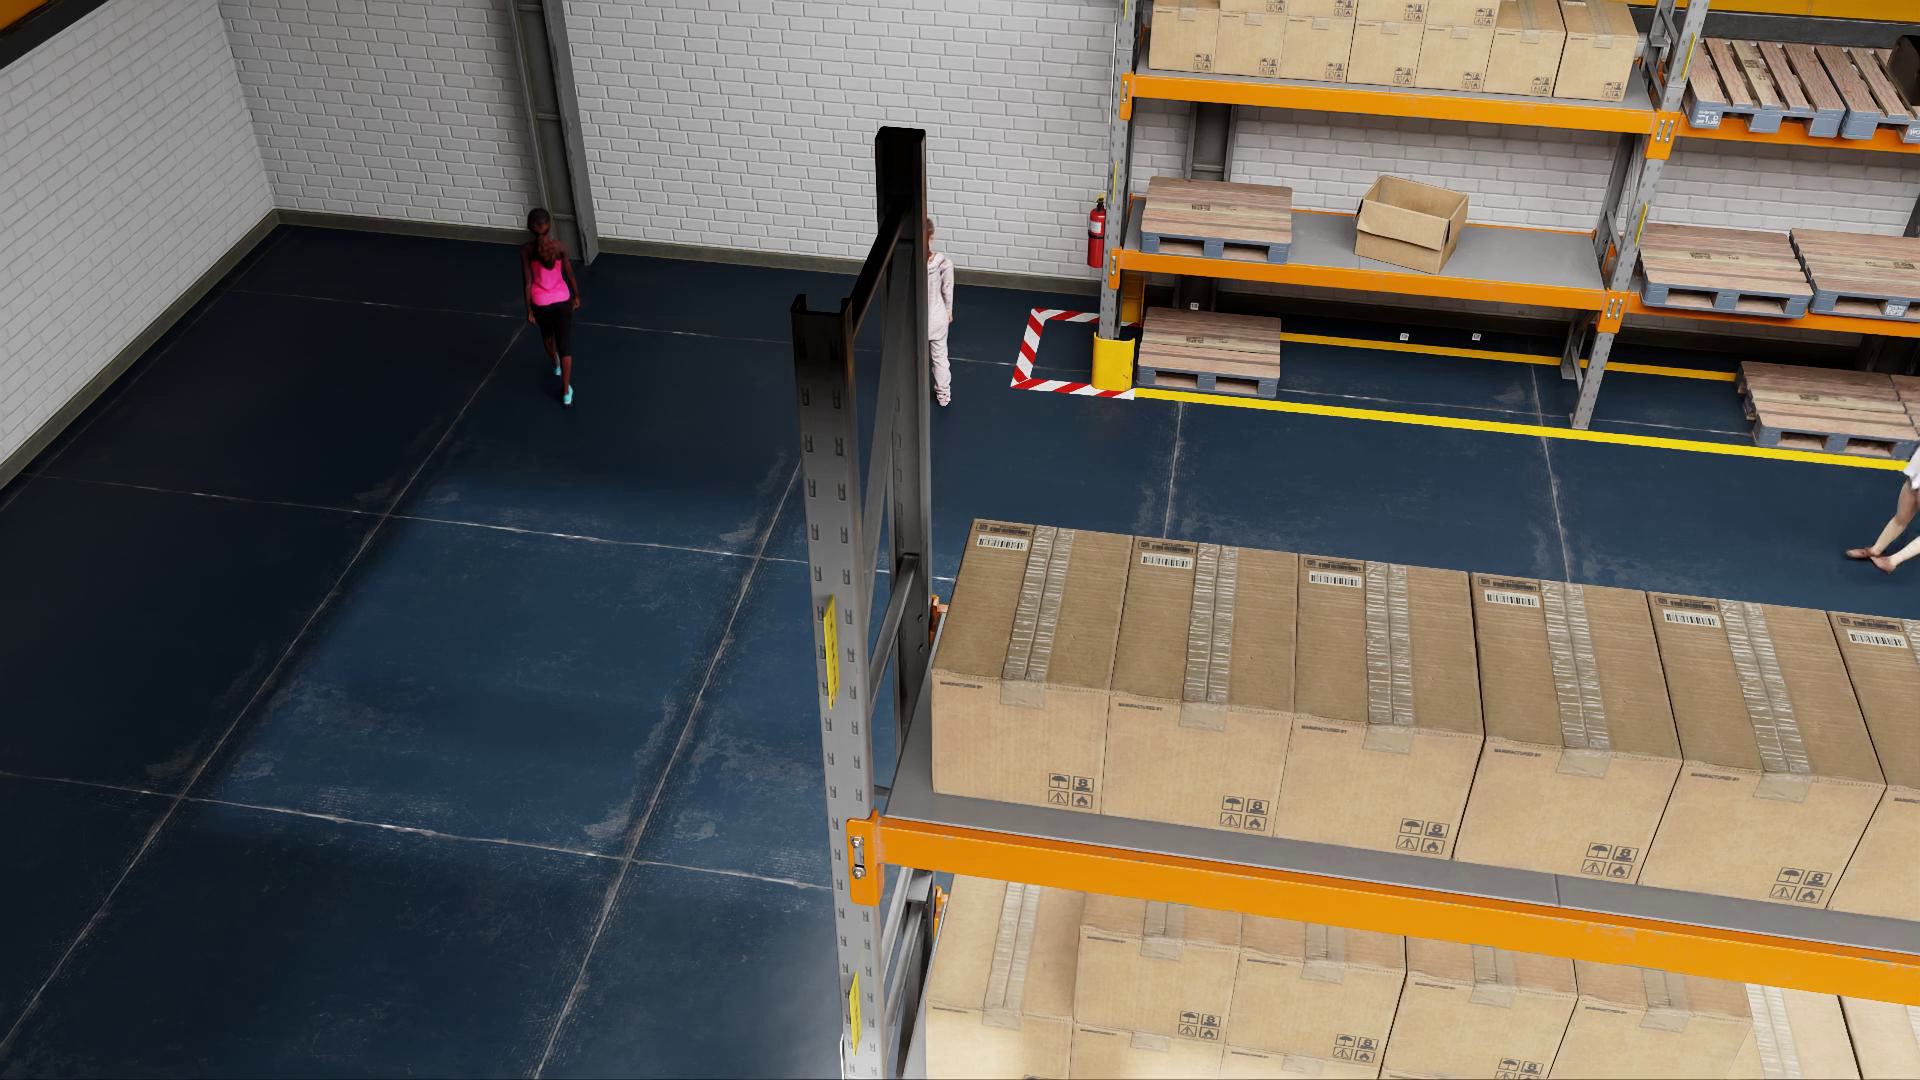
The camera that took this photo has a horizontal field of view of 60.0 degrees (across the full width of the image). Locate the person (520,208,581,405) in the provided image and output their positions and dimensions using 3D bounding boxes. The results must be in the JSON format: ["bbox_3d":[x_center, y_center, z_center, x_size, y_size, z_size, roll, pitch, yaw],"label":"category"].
[{"bbox_3d":[-3.376,-1.896,13.742,0.950,1.697,0.851,-6,39,-8],"label":"person"}]

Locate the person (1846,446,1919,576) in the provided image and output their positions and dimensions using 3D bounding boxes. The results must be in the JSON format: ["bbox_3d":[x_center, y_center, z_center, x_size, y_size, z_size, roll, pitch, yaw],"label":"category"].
[{"bbox_3d":[6.810,-0.399,11.908,0.609,1.647,0.722,6,39,8],"label":"person"}]
